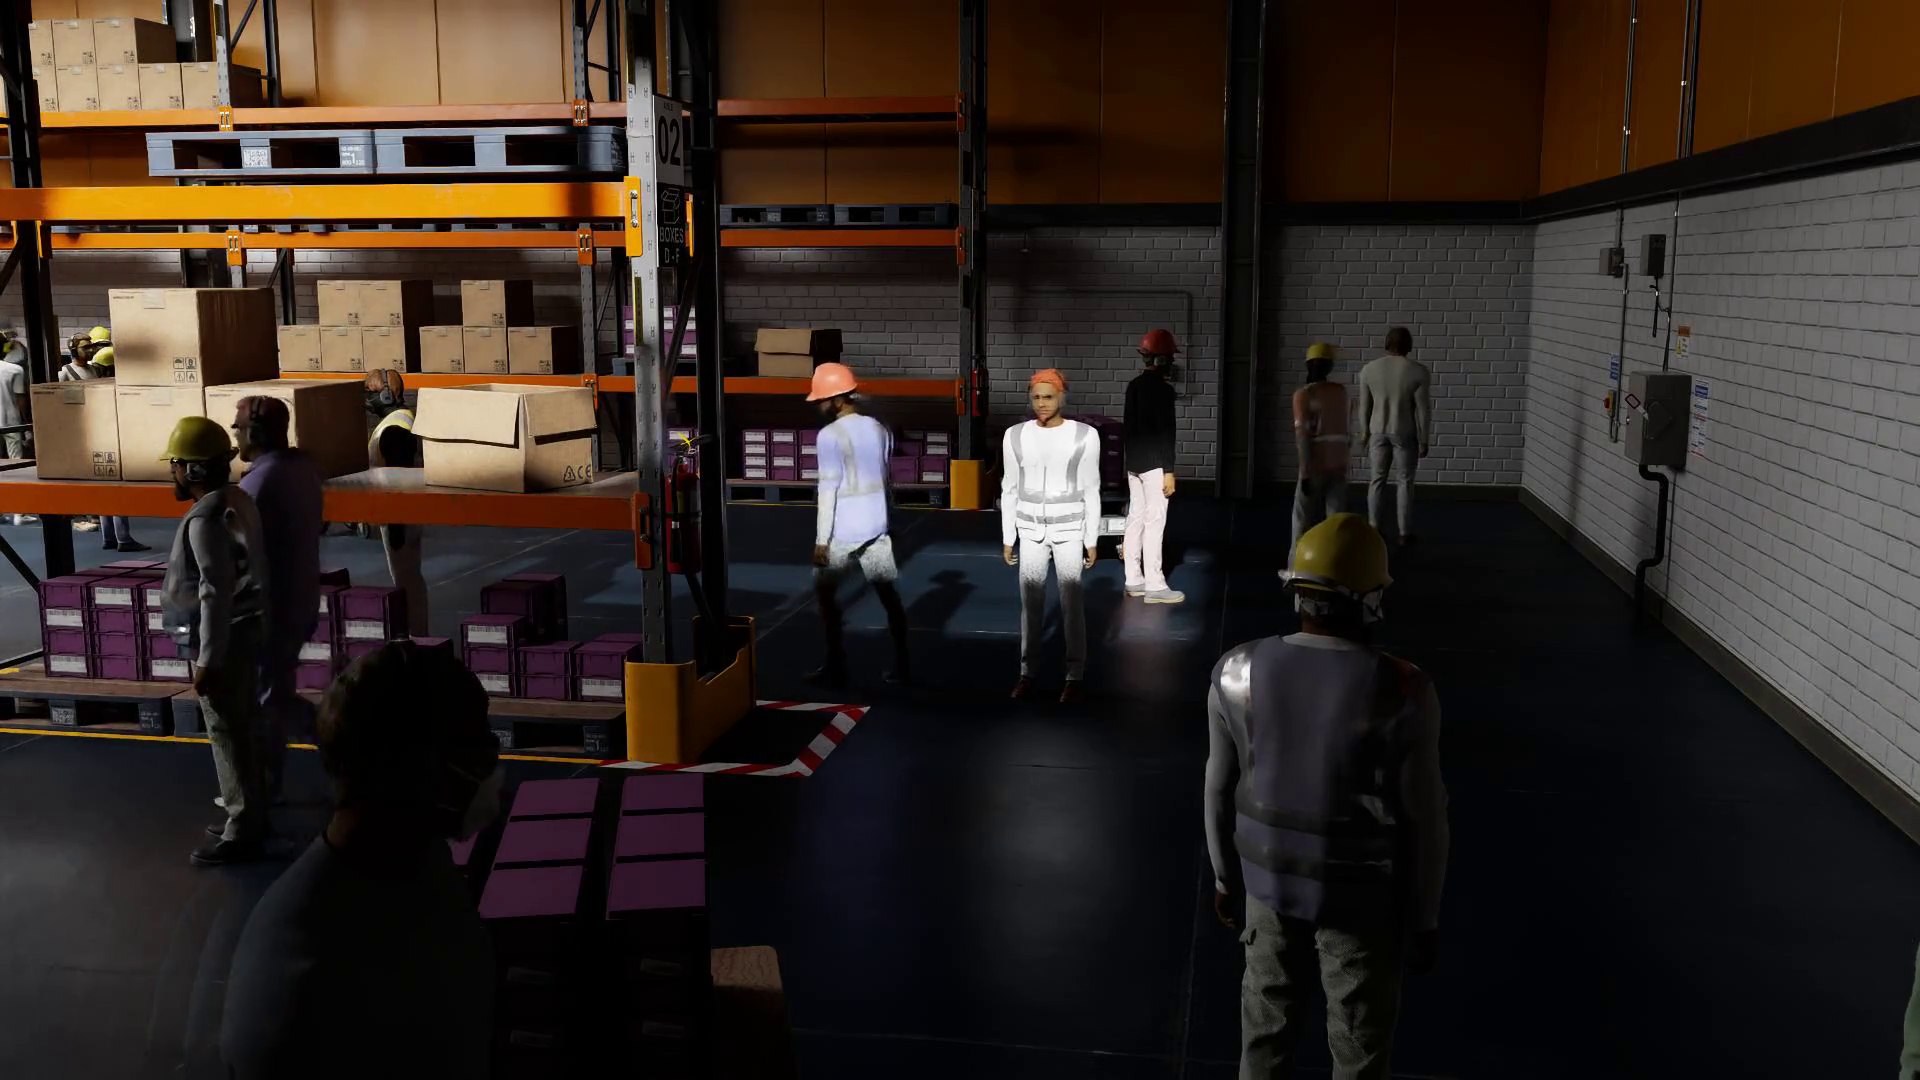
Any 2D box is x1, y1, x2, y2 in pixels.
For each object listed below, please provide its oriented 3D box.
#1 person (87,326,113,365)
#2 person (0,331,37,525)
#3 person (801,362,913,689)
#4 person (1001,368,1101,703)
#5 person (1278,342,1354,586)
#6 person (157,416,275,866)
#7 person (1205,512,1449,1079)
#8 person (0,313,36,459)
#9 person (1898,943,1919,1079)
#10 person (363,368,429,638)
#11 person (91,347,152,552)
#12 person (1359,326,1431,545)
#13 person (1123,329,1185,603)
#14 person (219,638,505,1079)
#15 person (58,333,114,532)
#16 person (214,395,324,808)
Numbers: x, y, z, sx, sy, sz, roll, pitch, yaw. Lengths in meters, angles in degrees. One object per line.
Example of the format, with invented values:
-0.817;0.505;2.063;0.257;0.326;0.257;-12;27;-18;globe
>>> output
-9.062;-1.343;17.659;0.404;1.834;0.591;9;13;43;person
-9.114;-1.062;15.840;0.516;1.862;0.317;0;9;-2;person
-0.612;-0.069;9.579;0.708;1.892;0.652;7;12;37;person
0.509;-0.023;9.343;0.577;1.878;0.346;3;10;18;person
2.726;-0.544;12.567;0.603;1.873;0.887;-4;10;-25;person
-3.033;0.408;6.800;0.404;1.829;0.600;-2;9;-11;person
0.904;0.842;4.104;0.602;1.830;0.404;6;11;33;person
-9.995;-1.412;17.447;0.768;2.000;0.706;6;11;31;person
1.863;1.172;2.735;0.521;1.600;0.764;1;9;4;person
-3.453;-0.134;10.183;0.430;1.835;0.621;-3;10;-20;person
-7.284;-0.779;14.361;0.525;1.772;0.309;7;12;37;person
3.843;-0.920;14.719;0.642;1.939;0.383;5;10;29;person
1.413;-0.542;12.188;0.393;1.995;0.612;-4;10;-22;person
-0.716;1.090;2.324;0.895;1.897;0.697;0;9;0;person
-8.153;-1.006;15.532;0.345;1.847;0.508;2;9;15;person
-2.957;0.299;7.333;0.743;1.883;0.653;-1;9;-5;person
